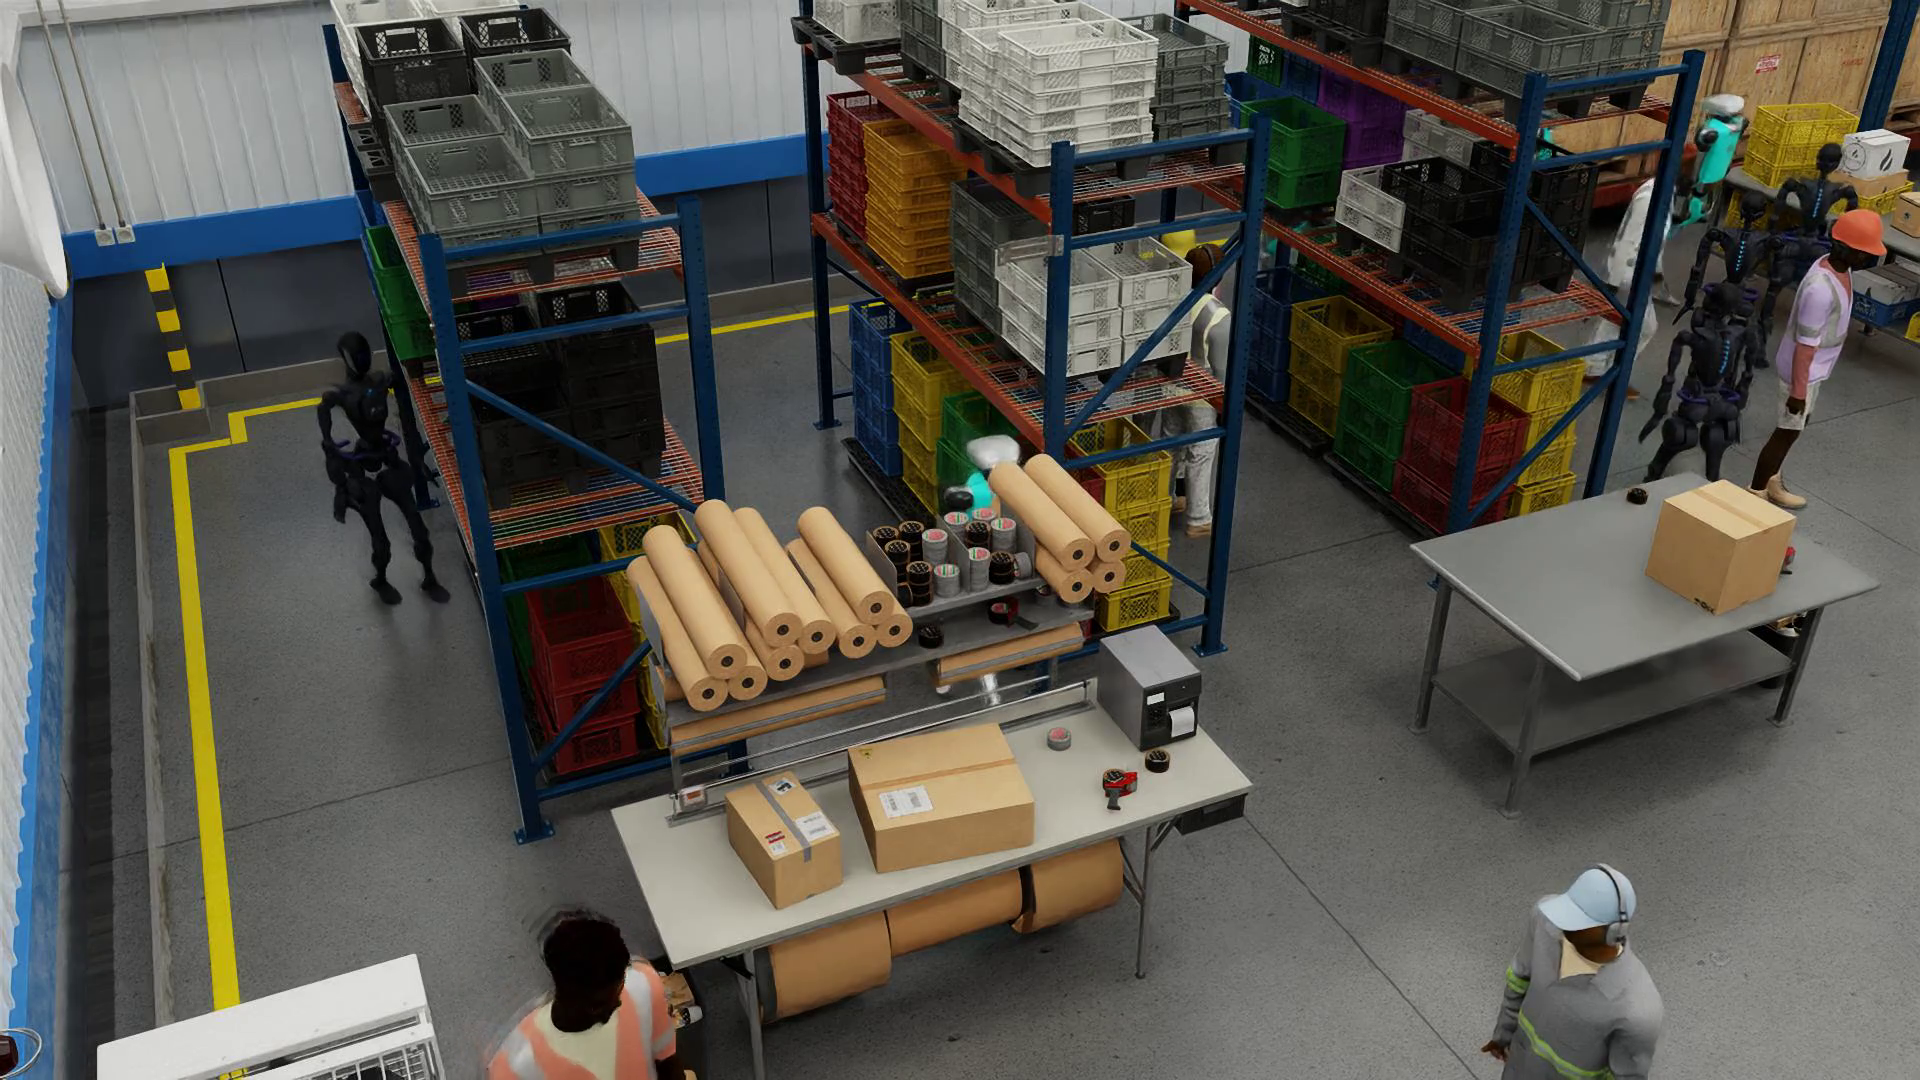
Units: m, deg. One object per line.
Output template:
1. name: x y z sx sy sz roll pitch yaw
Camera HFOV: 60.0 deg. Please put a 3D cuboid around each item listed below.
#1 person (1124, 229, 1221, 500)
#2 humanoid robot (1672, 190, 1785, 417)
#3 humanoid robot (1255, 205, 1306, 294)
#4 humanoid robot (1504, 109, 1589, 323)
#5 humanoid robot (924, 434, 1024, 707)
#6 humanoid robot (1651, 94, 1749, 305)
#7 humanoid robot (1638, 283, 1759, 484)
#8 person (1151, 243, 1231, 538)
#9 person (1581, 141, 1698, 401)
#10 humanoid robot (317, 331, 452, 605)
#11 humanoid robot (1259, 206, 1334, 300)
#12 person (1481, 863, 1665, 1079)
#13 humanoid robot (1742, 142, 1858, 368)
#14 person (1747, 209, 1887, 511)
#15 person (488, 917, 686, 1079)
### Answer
1. person: 1.284 -1.089 10.245 0.586 1.834 0.404 1 32 2
2. humanoid robot: 5.103 -1.527 11.093 0.599 1.657 0.315 15 35 22
3. humanoid robot: 2.521 -2.649 12.933 0.402 1.637 0.609 -16 35 -24
4. humanoid robot: 4.589 -2.431 12.543 0.921 1.791 0.553 11 33 17
5. humanoid robot: 0.031 0.176 8.329 0.537 1.769 1.034 -15 35 -23
6. humanoid robot: 5.481 -2.550 12.791 0.555 1.871 0.734 -21 37 -30
7. humanoid robot: 4.364 -0.732 9.836 0.592 1.635 0.674 -3 32 -5
8. person: 1.403 -0.888 9.913 0.429 1.844 0.626 -21 37 -30
9. person: 4.708 -1.843 11.440 0.551 1.862 0.600 17 35 25
10. humanoid robot: -3.199 -0.357 9.200 0.451 1.647 0.599 27 40 36
11. humanoid robot: 2.567 -2.480 12.658 0.773 1.844 0.530 0 32 0
12. person: 1.971 1.795 5.545 0.390 1.853 0.587 -11 33 -17
13. humanoid robot: 6.032 -2.022 11.911 0.621 1.632 0.386 12 33 18
14. person: 5.098 -1.020 9.957 0.404 2.029 0.609 19 37 28
15. person: -1.172 1.903 5.305 0.819 1.927 0.615 25 39 34
